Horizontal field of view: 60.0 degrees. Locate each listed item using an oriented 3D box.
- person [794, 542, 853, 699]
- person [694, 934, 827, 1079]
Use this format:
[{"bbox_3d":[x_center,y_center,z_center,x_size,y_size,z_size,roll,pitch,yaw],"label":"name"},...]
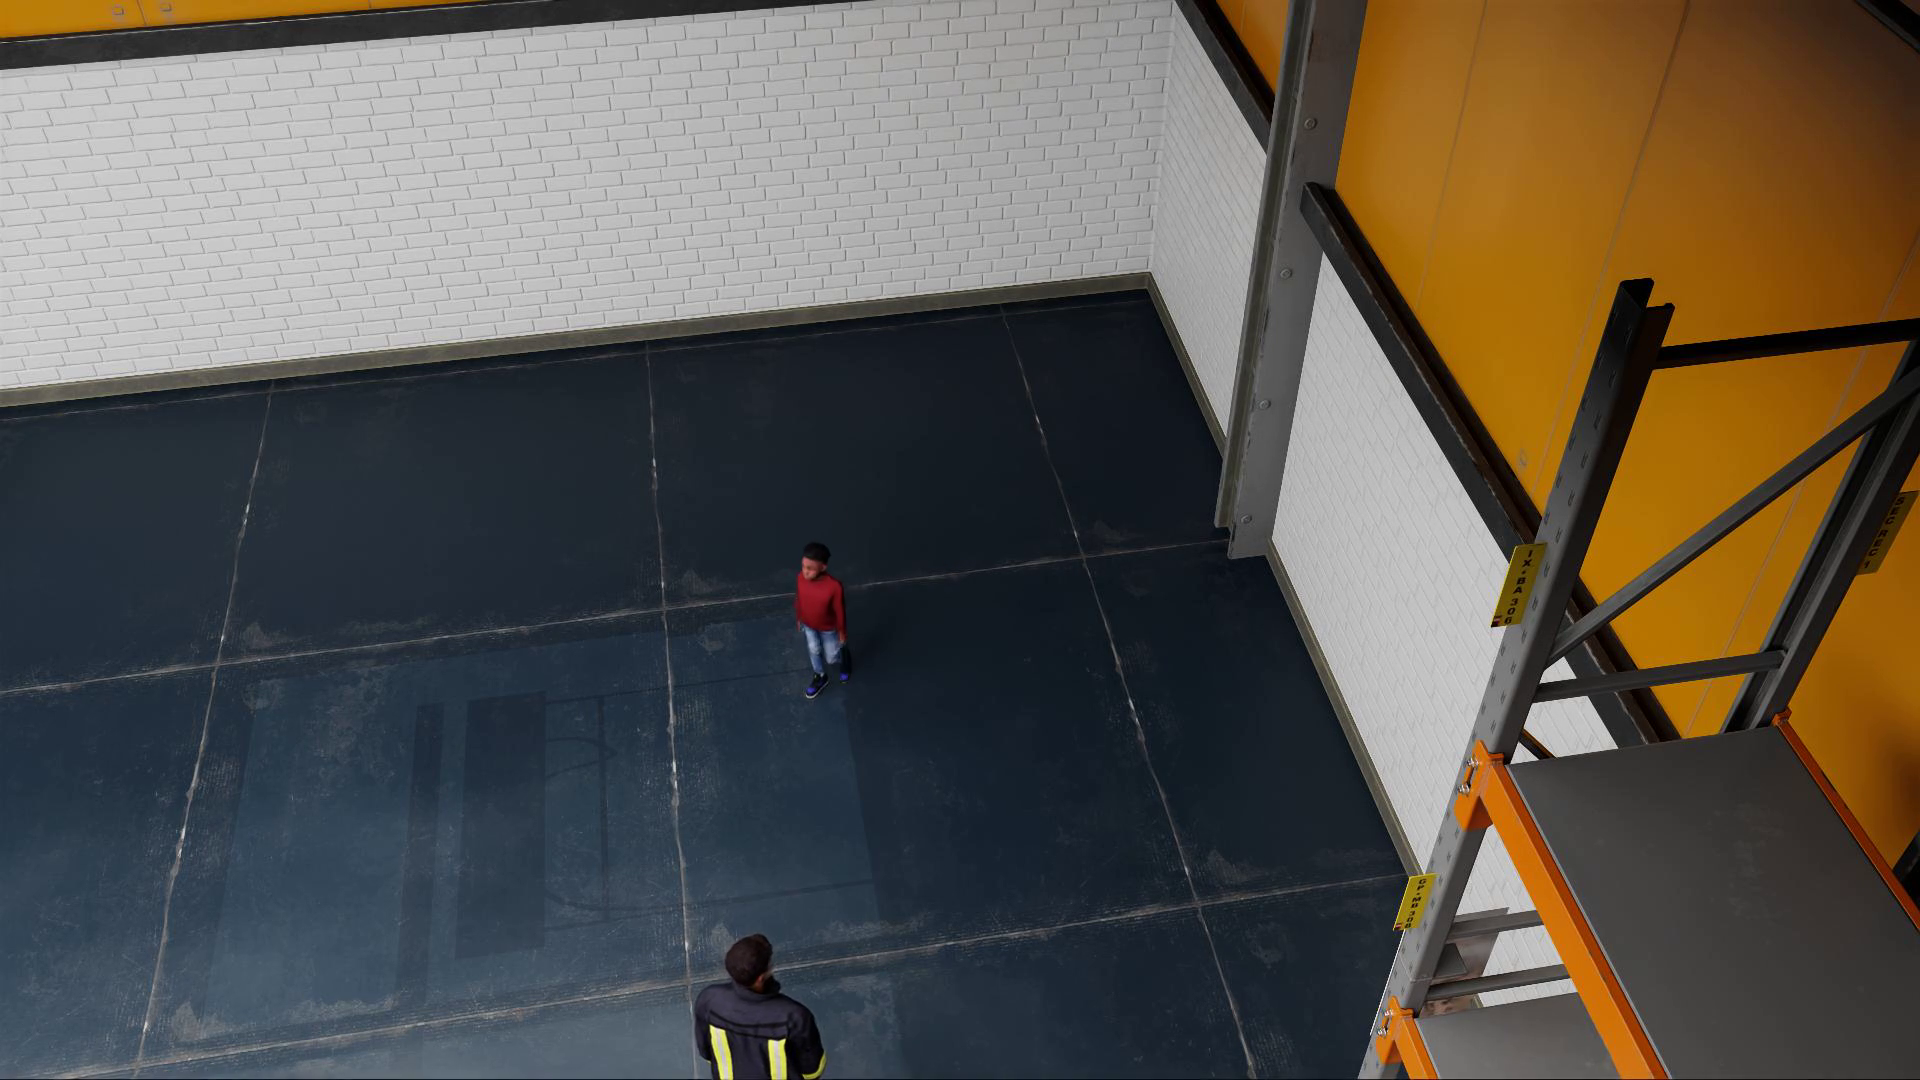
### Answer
[{"bbox_3d":[-0.862,0.478,10.705,0.659,1.250,0.723,19,47,19],"label":"person"},{"bbox_3d":[-0.953,2.552,8.039,0.870,1.924,0.826,8,44,9],"label":"person"}]
